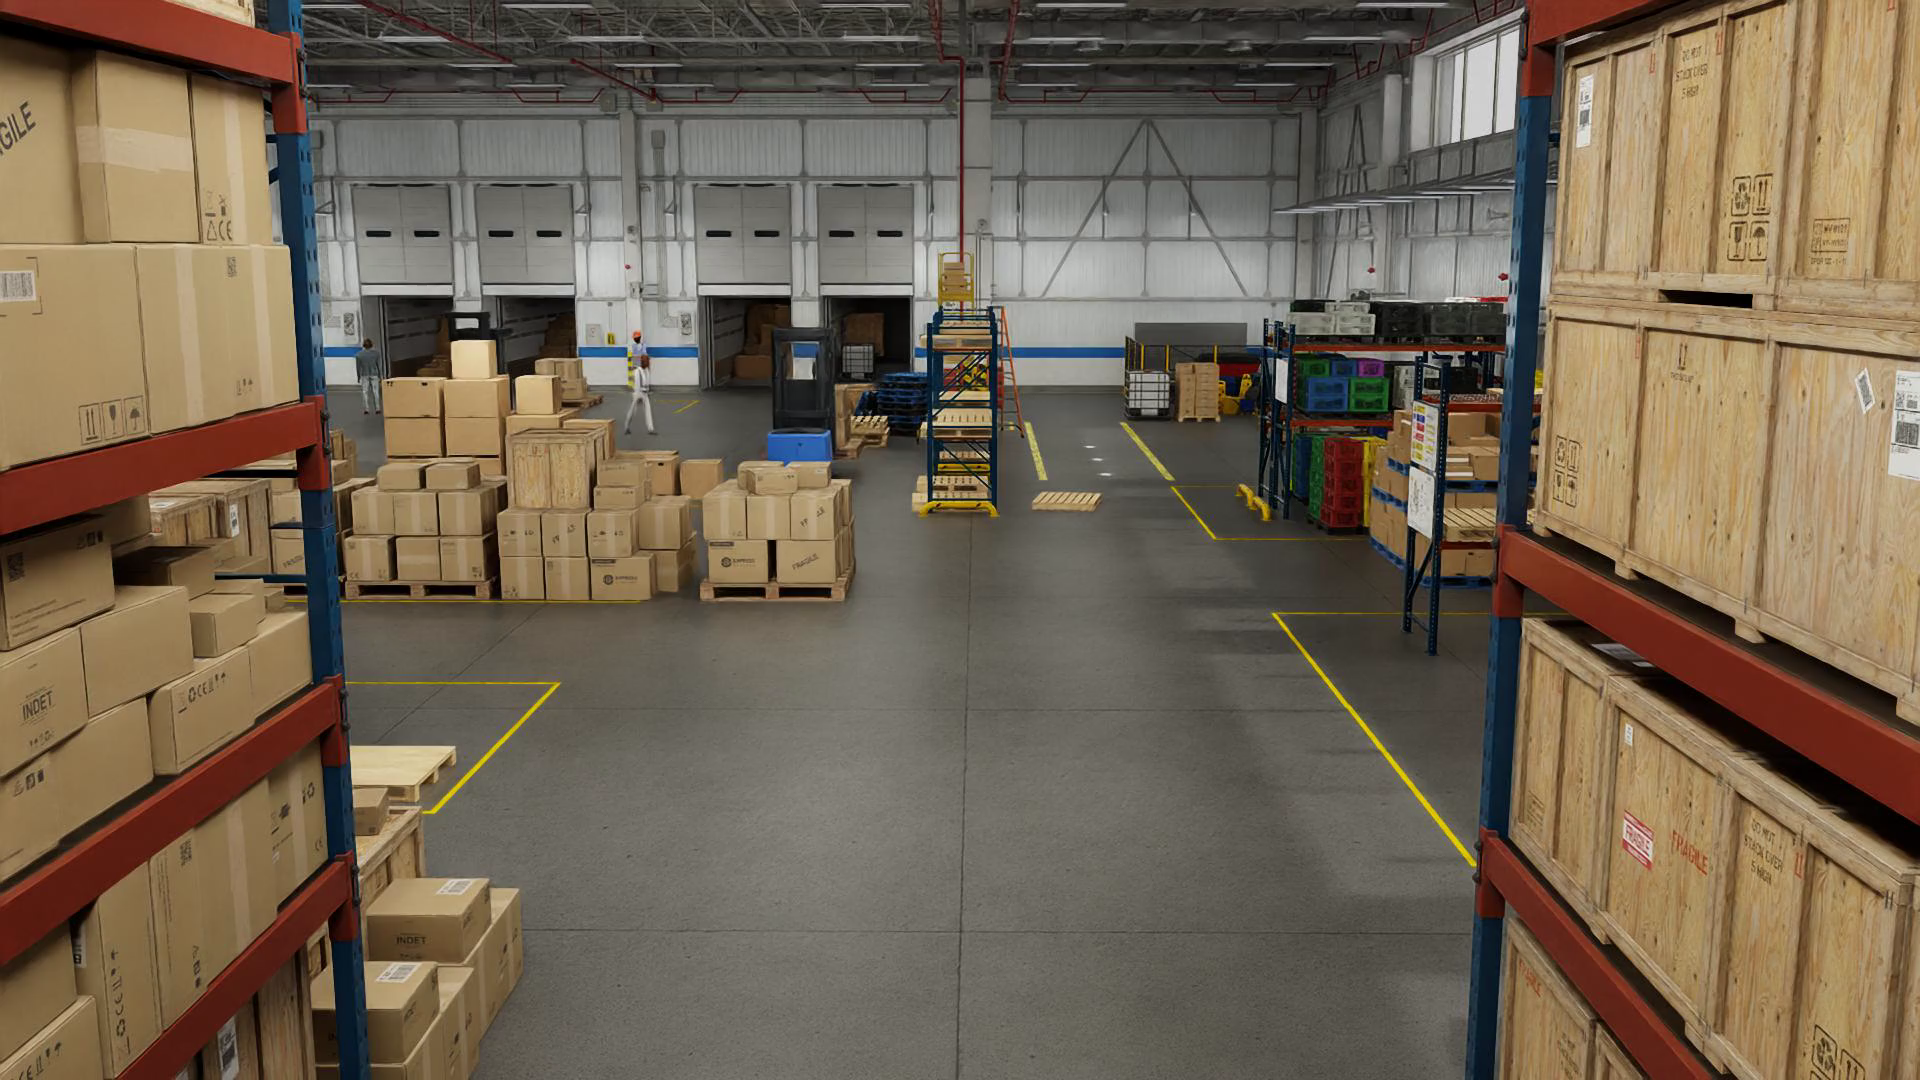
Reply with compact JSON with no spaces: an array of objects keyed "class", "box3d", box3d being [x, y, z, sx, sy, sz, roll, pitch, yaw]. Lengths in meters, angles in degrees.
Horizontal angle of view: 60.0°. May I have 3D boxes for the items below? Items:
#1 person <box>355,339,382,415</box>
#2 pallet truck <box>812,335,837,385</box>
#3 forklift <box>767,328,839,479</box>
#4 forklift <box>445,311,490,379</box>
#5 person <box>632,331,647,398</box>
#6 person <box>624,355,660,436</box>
[{"class":"person","box3d":[-15.059,-4.162,42.426,0.636,1.939,0.362,-3,10,-16]},{"class":"pallet truck","box3d":[-3.021,-4.312,43.126,1.885,1.965,0.823,3,10,17]},{"class":"forklift","box3d":[-2.738,-2.265,28.771,1.129,2.768,1.873,0,10,1]},{"class":"forklift","box3d":[-10.825,-3.651,36.765,1.129,2.768,1.873,2,10,13]},{"class":"person","box3d":[-9.099,-4.960,47.081,0.544,1.928,0.392,7,12,36]},{"class":"person","box3d":[-7.271,-3.283,37.702,0.999,1.831,0.594,5,11,26]}]
